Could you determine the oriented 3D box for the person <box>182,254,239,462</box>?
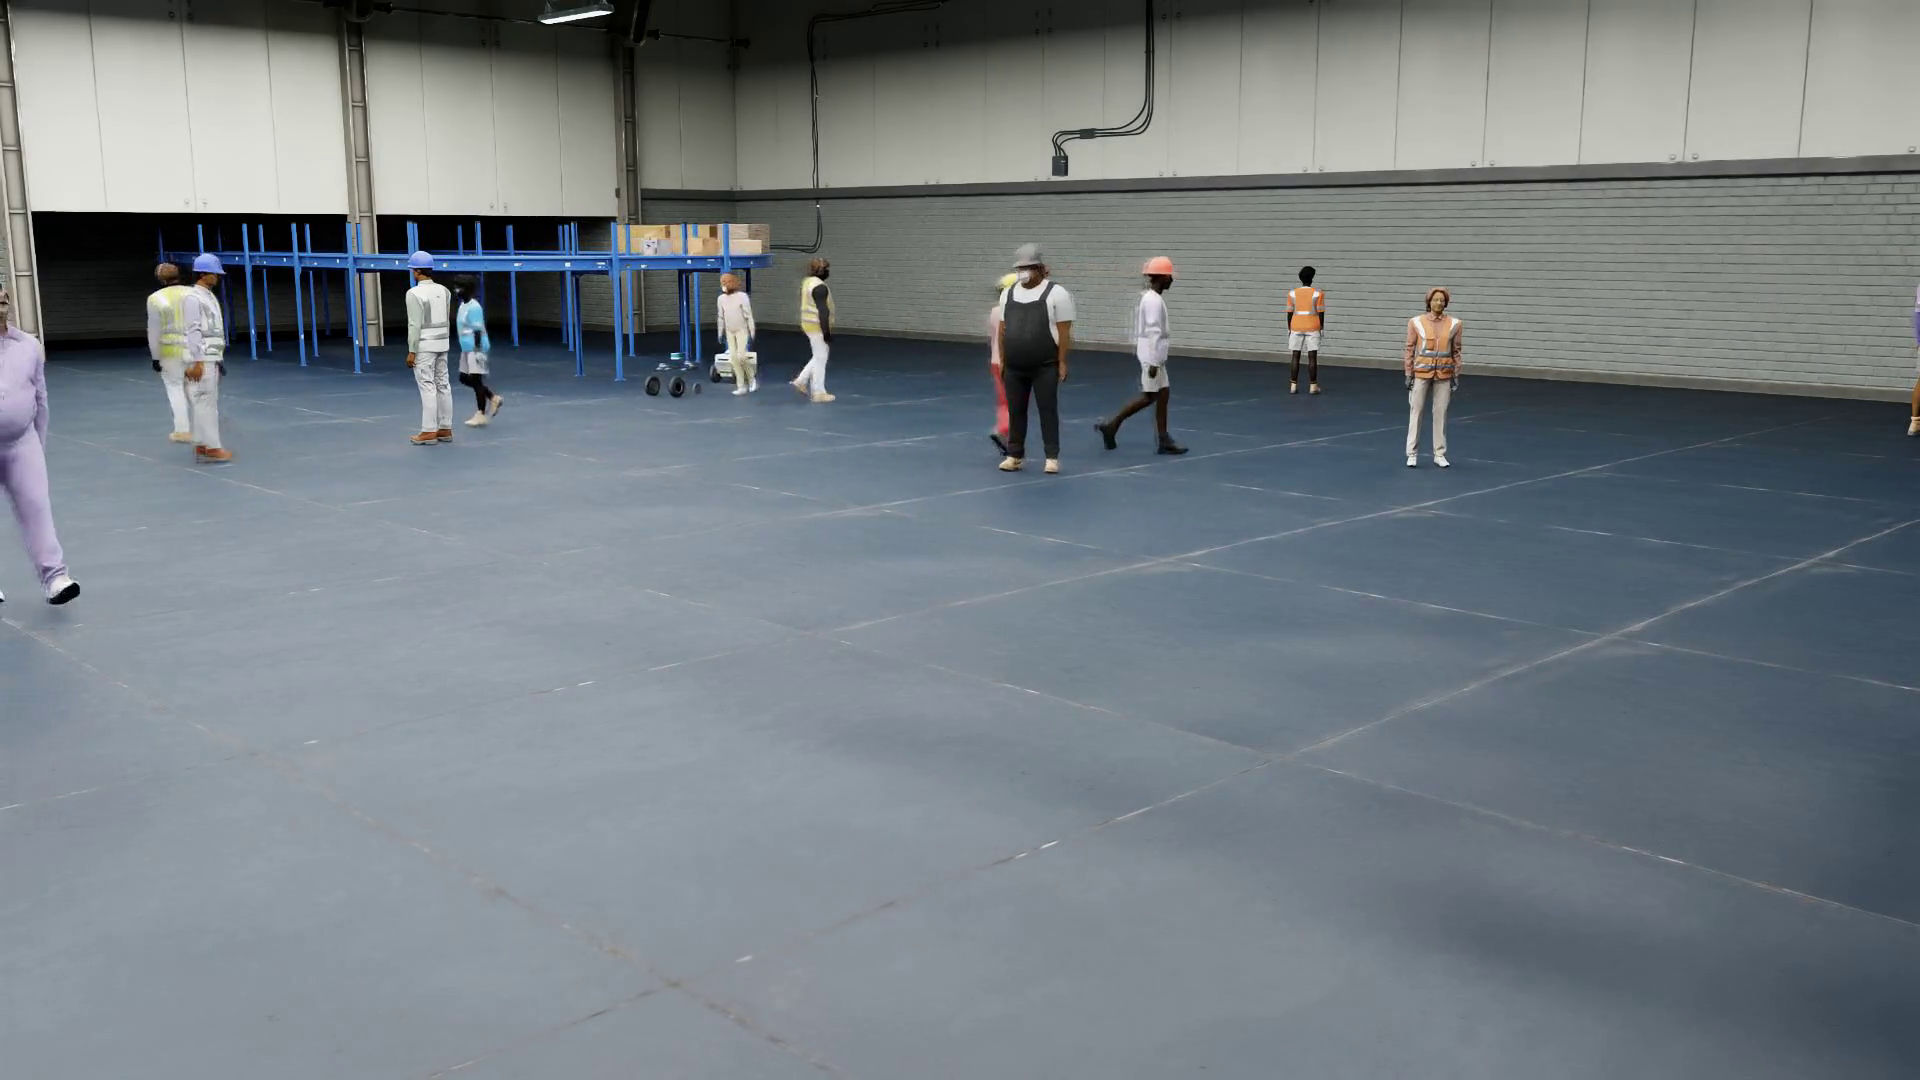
[{"bbox_3d":[-7.053,-1.712,15.699,0.589,1.929,0.631,-2,11,-10],"label":"person"}]

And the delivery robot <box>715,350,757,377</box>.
[{"bbox_3d":[-3.261,-2.619,24.223,0.477,0.478,0.707,5,11,24],"label":"delivery robot"}]

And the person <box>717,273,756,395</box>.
[{"bbox_3d":[-2.991,-2.741,22.154,0.546,1.611,0.341,6,12,30],"label":"person"}]

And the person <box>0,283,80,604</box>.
[{"bbox_3d":[-5.433,-0.531,9.421,0.998,1.858,0.648,10,14,43],"label":"person"}]

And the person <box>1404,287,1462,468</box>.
[{"bbox_3d":[4.325,-1.489,15.239,0.514,1.642,0.308,0,10,2],"label":"person"}]

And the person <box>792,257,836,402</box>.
[{"bbox_3d":[-1.826,-2.686,21.269,0.462,1.832,0.641,-3,11,-17],"label":"person"}]

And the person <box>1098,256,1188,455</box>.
[{"bbox_3d":[1.787,-1.783,16.107,0.812,1.919,0.556,1,10,7],"label":"person"}]

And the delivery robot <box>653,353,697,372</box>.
[{"bbox_3d":[-3.808,-2.378,22.204,0.335,0.223,0.698,6,12,30],"label":"delivery robot"}]

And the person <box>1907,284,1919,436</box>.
[{"bbox_3d":[10.310,-2.098,17.465,0.391,2.039,0.615,-1,10,-8],"label":"person"}]

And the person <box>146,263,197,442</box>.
[{"bbox_3d":[-7.994,-1.916,17.037,0.502,1.827,0.634,7,12,33],"label":"person"}]

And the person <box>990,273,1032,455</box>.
[{"bbox_3d":[0.462,-1.678,15.975,0.416,1.754,0.526,-9,14,-40],"label":"person"}]

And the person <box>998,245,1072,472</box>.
[{"bbox_3d":[0.639,-1.609,14.918,0.722,2.000,0.536,5,11,24],"label":"person"}]

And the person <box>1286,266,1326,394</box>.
[{"bbox_3d":[4.639,-2.817,22.324,0.530,1.697,0.321,5,12,25],"label":"person"}]

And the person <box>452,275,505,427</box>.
[{"bbox_3d":[-5.369,-2.113,18.540,0.465,1.675,0.598,-7,13,-34],"label":"person"}]

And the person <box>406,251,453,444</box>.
[{"bbox_3d":[-5.424,-1.962,16.977,0.387,1.948,0.605,4,11,19],"label":"person"}]
